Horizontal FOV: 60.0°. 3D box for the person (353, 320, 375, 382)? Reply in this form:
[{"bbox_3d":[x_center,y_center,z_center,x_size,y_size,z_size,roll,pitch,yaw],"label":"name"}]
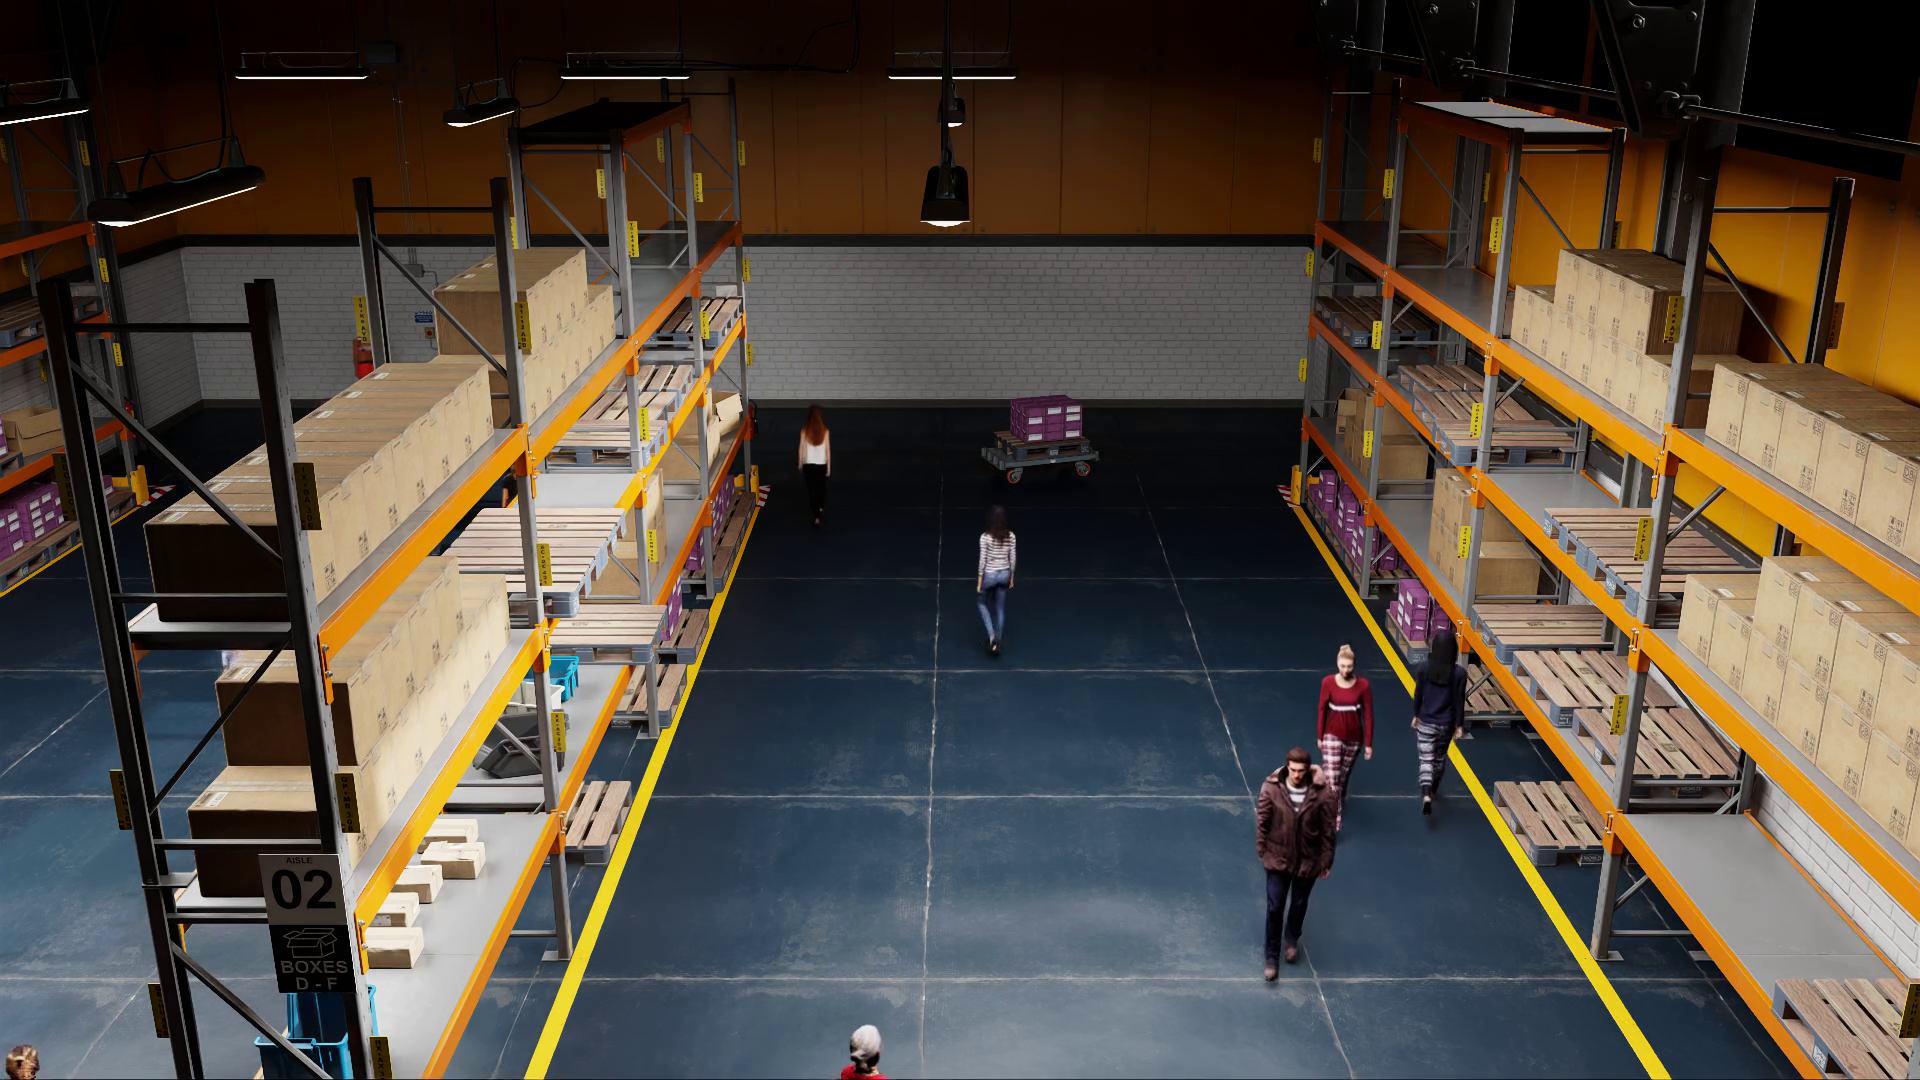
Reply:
[{"bbox_3d":[-10.200,-2.930,28.614,0.654,1.787,0.713,-17,25,-41],"label":"person"}]

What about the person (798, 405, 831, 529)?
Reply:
[{"bbox_3d":[-1.995,-0.986,23.007,0.743,1.682,1.090,-5,19,-13],"label":"person"}]

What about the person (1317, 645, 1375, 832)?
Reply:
[{"bbox_3d":[3.440,1.744,14.935,0.668,1.661,1.034,1,19,4],"label":"person"}]

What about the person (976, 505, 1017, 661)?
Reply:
[{"bbox_3d":[0.427,0.508,18.420,0.706,1.780,0.718,-7,20,-19],"label":"person"}]

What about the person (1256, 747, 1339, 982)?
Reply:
[{"bbox_3d":[2.569,2.392,12.760,0.827,1.821,0.969,3,19,8],"label":"person"}]

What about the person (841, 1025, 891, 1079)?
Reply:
[{"bbox_3d":[-0.543,3.572,9.492,0.924,1.670,1.070,14,23,36],"label":"person"}]

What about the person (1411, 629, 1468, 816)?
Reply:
[{"bbox_3d":[4.312,1.671,15.077,0.759,1.708,1.052,5,19,14],"label":"person"}]
